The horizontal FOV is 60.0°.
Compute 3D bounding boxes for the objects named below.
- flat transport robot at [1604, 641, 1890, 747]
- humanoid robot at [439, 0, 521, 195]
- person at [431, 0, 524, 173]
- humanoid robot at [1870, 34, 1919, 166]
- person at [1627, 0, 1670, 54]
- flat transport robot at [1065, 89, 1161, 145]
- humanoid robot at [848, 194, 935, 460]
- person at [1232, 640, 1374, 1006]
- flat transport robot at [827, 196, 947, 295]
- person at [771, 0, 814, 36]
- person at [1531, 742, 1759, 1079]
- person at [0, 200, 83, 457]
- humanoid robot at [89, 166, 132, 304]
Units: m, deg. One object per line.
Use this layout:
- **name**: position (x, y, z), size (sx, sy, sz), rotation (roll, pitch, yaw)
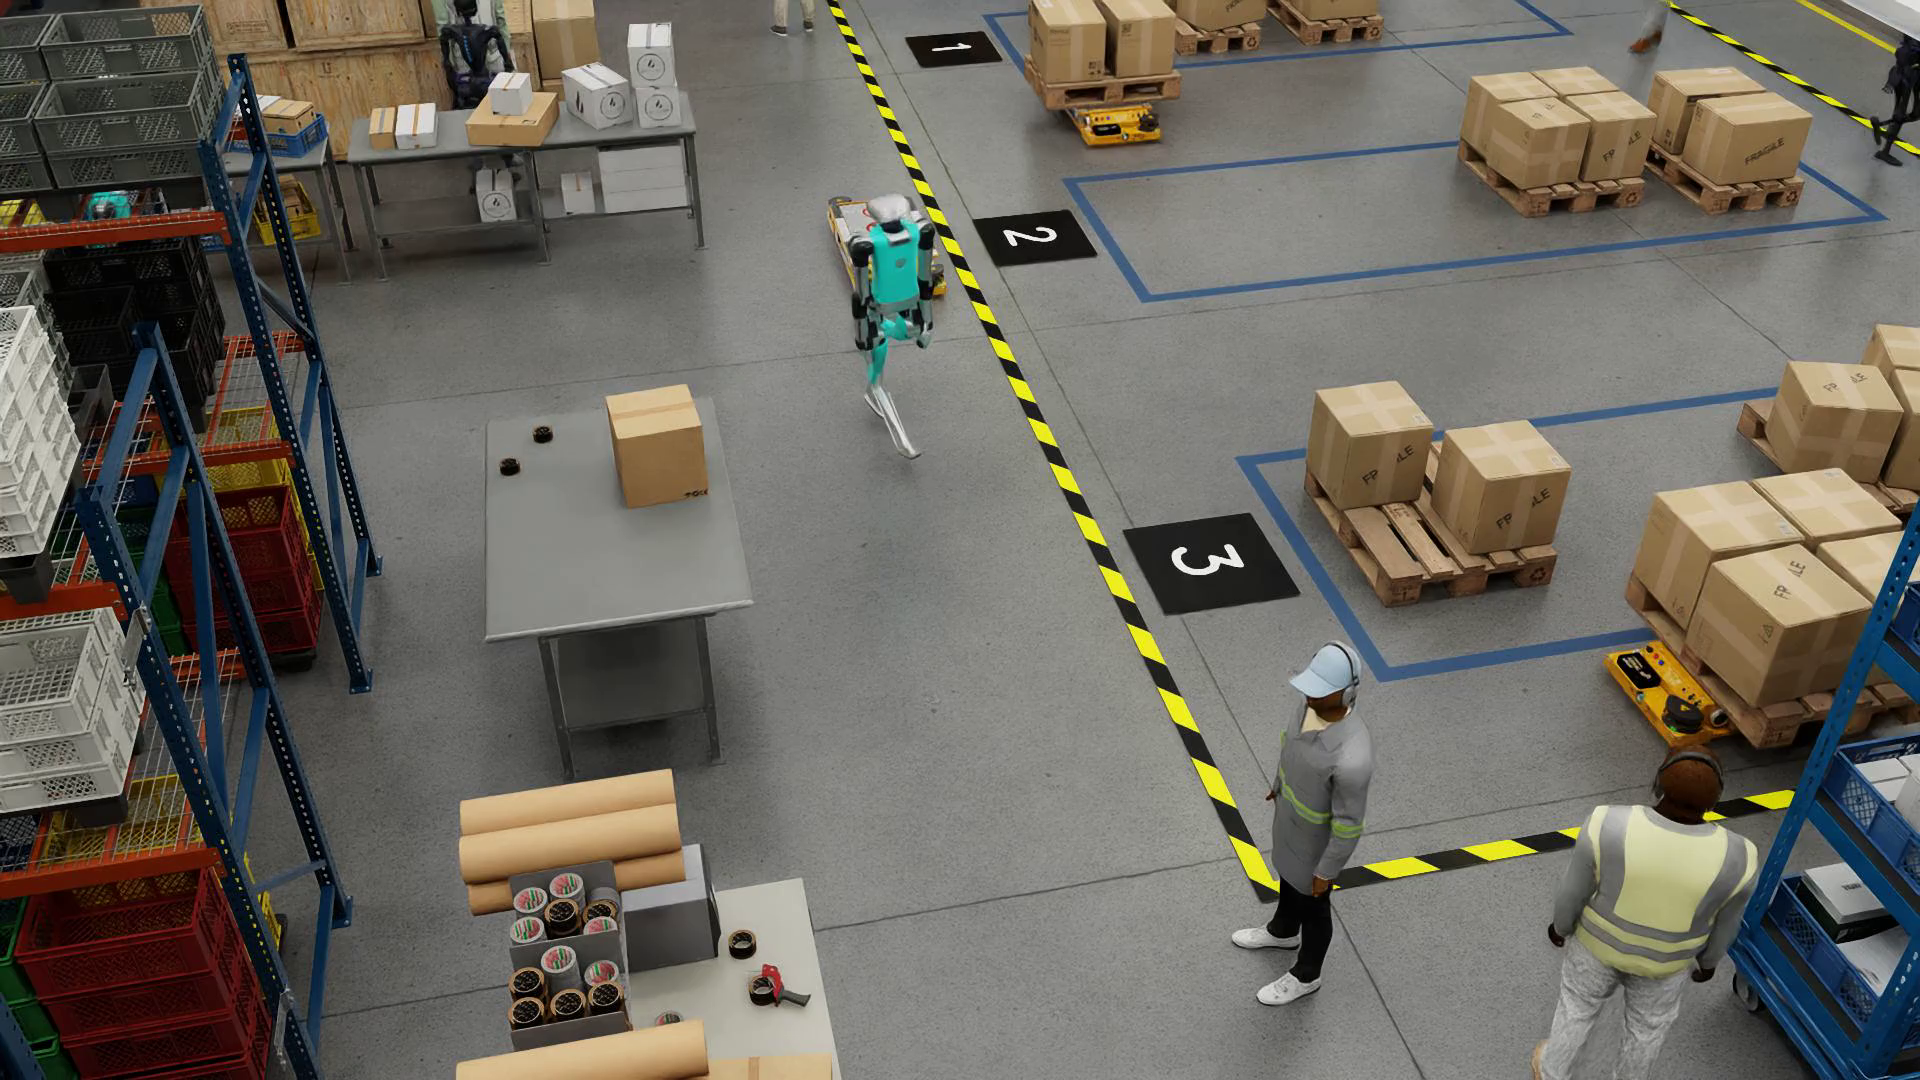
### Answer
- **flat transport robot**: position (4.171, 0.681, 8.615), size (1.431, 0.197, 0.652), rotation (-8, 37, -10)
- **humanoid robot**: position (-3.763, -3.482, 13.071), size (0.584, 1.641, 0.642), rotation (2, 37, 3)
- **person**: position (-3.888, -3.913, 13.418), size (0.609, 1.939, 0.414), rotation (-27, 44, -31)
- **humanoid robot**: position (7.826, -3.941, 13.671), size (0.608, 1.639, 0.485), rotation (-15, 39, -19)
- **person**: position (6.670, -5.582, 15.754), size (0.380, 1.843, 0.743), rotation (31, 46, 34)
- **flat transport robot**: position (1.258, -3.901, 14.773), size (0.652, 0.197, 1.431), rotation (-8, 37, -10)
- **humanoid robot**: position (-0.483, -1.360, 10.169), size (0.546, 1.744, 1.042), rotation (-17, 40, -22)
- **person**: position (1.389, 1.136, 6.699), size (0.359, 1.851, 0.596), rotation (-6, 37, -8)
- **flat transport robot**: position (-0.570, -2.220, 12.538), size (0.659, 0.231, 1.431), rotation (-8, 37, -10)
- **person**: position (-1.672, -5.778, 16.061), size (0.572, 1.766, 0.396), rotation (-16, 39, -20)
- **person**: position (2.536, 1.485, 6.242), size (0.632, 1.839, 0.429), rotation (12, 38, 15)
- **person**: position (-5.320, -1.190, 9.855), size (0.404, 1.825, 0.589), rotation (27, 44, 31)
- **humanoid robot**: position (-5.376, -1.482, 10.370), size (0.756, 1.841, 0.543), rotation (-10, 38, -13)
